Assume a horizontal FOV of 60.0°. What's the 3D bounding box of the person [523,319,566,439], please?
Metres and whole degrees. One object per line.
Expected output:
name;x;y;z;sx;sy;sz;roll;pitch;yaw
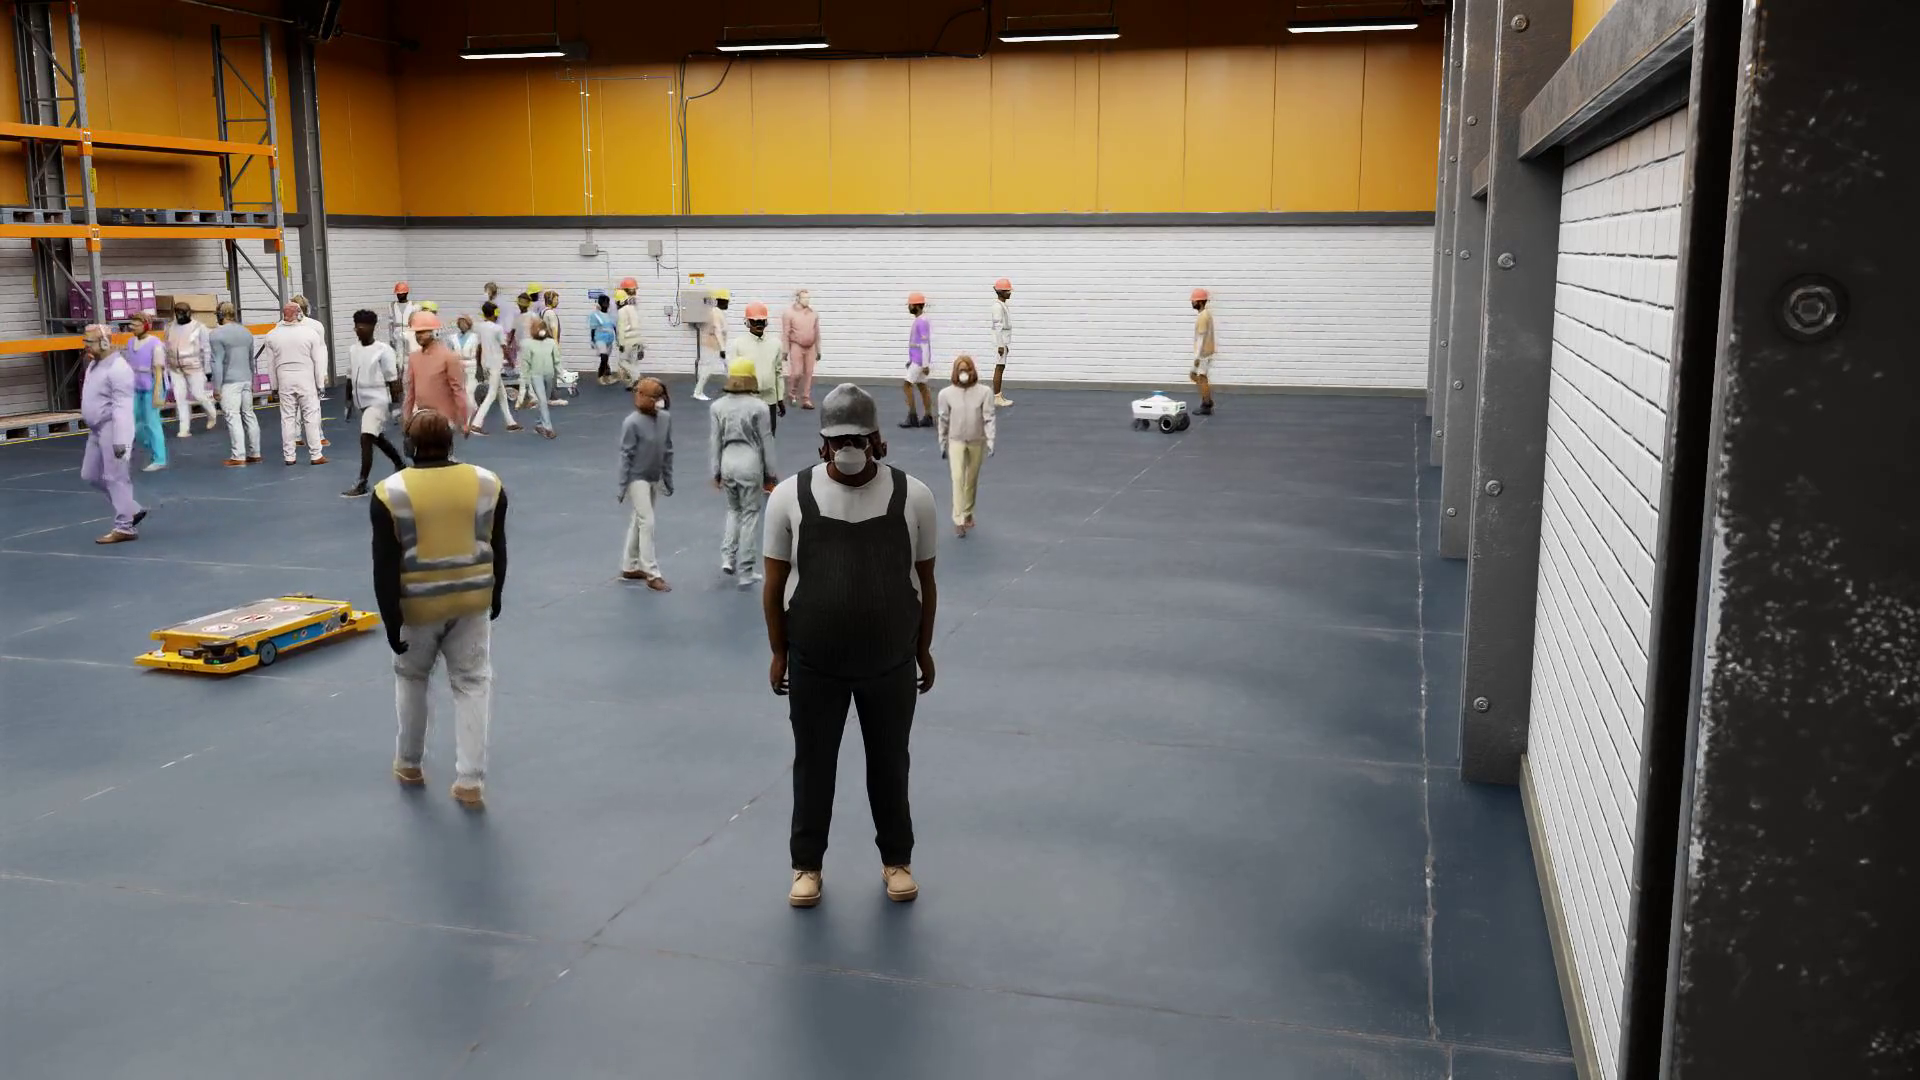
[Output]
person;-5.611;-2.174;22.325;0.507;1.592;0.845;-8;13;-39

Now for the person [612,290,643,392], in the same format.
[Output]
person;-5.797;-3.477;29.112;0.499;1.801;0.633;4;11;19

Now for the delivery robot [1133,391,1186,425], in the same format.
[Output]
delivery robot;2.746;-1.811;22.944;0.707;0.478;0.477;6;12;31

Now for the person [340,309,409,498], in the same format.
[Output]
person;-6.049;-1.432;17.203;0.614;1.927;0.999;6;12;30

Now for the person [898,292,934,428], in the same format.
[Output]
person;-0.660;-2.526;23.409;0.665;1.914;0.554;0;10;1

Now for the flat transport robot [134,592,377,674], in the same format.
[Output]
flat transport robot;-4.421;0.571;10.526;0.652;0.197;1.431;3;11;18

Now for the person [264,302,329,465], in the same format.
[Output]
person;-7.732;-1.816;19.430;0.639;1.903;0.409;-1;10;-5

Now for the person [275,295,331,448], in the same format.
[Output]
person;-8.328;-2.128;21.094;0.635;1.935;0.351;0;10;1

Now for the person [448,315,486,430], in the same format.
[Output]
person;-6.957;-2.387;23.553;0.510;1.598;0.849;1;10;8

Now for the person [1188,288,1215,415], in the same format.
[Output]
person;3.649;-2.836;25.143;0.446;1.920;0.589;3;10;14

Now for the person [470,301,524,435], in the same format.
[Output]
person;-6.346;-2.339;22.647;0.506;1.816;0.952;9;14;42

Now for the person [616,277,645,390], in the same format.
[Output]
person;-5.854;-3.662;29.544;0.486;2.018;0.653;2;10;12

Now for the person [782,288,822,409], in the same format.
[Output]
person;-2.458;-2.988;26.075;0.672;1.892;0.416;-7;12;-35

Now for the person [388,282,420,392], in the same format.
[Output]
person;-9.723;-3.544;29.127;0.543;1.932;0.376;-1;10;-7

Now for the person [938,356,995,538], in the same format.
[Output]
person;0.056;-0.856;14.883;0.501;1.591;0.839;-1;10;-6

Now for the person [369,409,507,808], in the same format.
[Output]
person;-2.428;0.295;7.742;0.633;1.811;0.837;-5;11;-28

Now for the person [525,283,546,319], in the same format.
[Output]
person;-7.753;-3.806;30.734;0.547;1.885;0.634;-4;11;-22

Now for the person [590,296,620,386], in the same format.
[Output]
person;-6.410;-3.613;30.289;0.881;1.649;0.542;9;13;40

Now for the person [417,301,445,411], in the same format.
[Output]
person;-7.962;-2.720;25.004;0.537;1.744;0.726;3;11;19

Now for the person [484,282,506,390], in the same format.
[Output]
person;-8.245;-3.597;29.413;0.434;1.927;0.639;-9;13;-41

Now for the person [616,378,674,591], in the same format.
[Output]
person;-2.375;-0.427;12.477;0.617;1.585;0.510;5;11;28

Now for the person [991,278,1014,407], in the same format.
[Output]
person;0.684;-3.156;26.612;0.370;2.044;0.608;1;10;6

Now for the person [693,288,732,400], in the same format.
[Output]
person;-3.982;-3.233;27.559;1.011;1.866;0.596;1;10;4

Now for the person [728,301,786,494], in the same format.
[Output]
person;-2.067;-1.435;17.005;0.622;1.993;0.384;-6;12;-32

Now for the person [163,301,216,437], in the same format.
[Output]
person;-10.406;-2.314;22.479;0.631;1.823;0.694;0;10;2

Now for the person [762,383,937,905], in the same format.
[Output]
person;-0.411;0.410;6.430;0.689;2.000;0.539;-1;10;-8

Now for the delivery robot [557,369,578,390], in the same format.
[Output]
delivery robot;-6.853;-2.743;28.224;0.707;0.478;0.477;0;10;1

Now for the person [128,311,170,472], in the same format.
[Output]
person;-9.207;-1.673;18.822;0.586;1.823;0.453;6;12;32

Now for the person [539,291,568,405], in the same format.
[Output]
person;-6.593;-3.093;26.838;0.343;1.839;0.506;-7;12;-35

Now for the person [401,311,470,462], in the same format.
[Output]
person;-4.929;-1.117;15.305;0.652;1.948;0.996;7;12;34

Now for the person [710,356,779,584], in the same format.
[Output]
person;-1.636;-0.527;12.629;0.487;1.733;0.387;4;11;22

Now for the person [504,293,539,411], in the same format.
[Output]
person;-6.841;-2.946;26.014;0.590;1.828;0.557;7;12;34

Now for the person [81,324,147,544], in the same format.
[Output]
person;-7.342;-0.911;14.321;0.672;1.892;0.419;10;14;43

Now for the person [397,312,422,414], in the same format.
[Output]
person;-7.722;-2.424;23.644;0.542;1.624;0.377;-5;11;-25

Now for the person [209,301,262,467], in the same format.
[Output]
person;-8.443;-1.810;19.356;0.393;1.926;0.643;3;10;15
